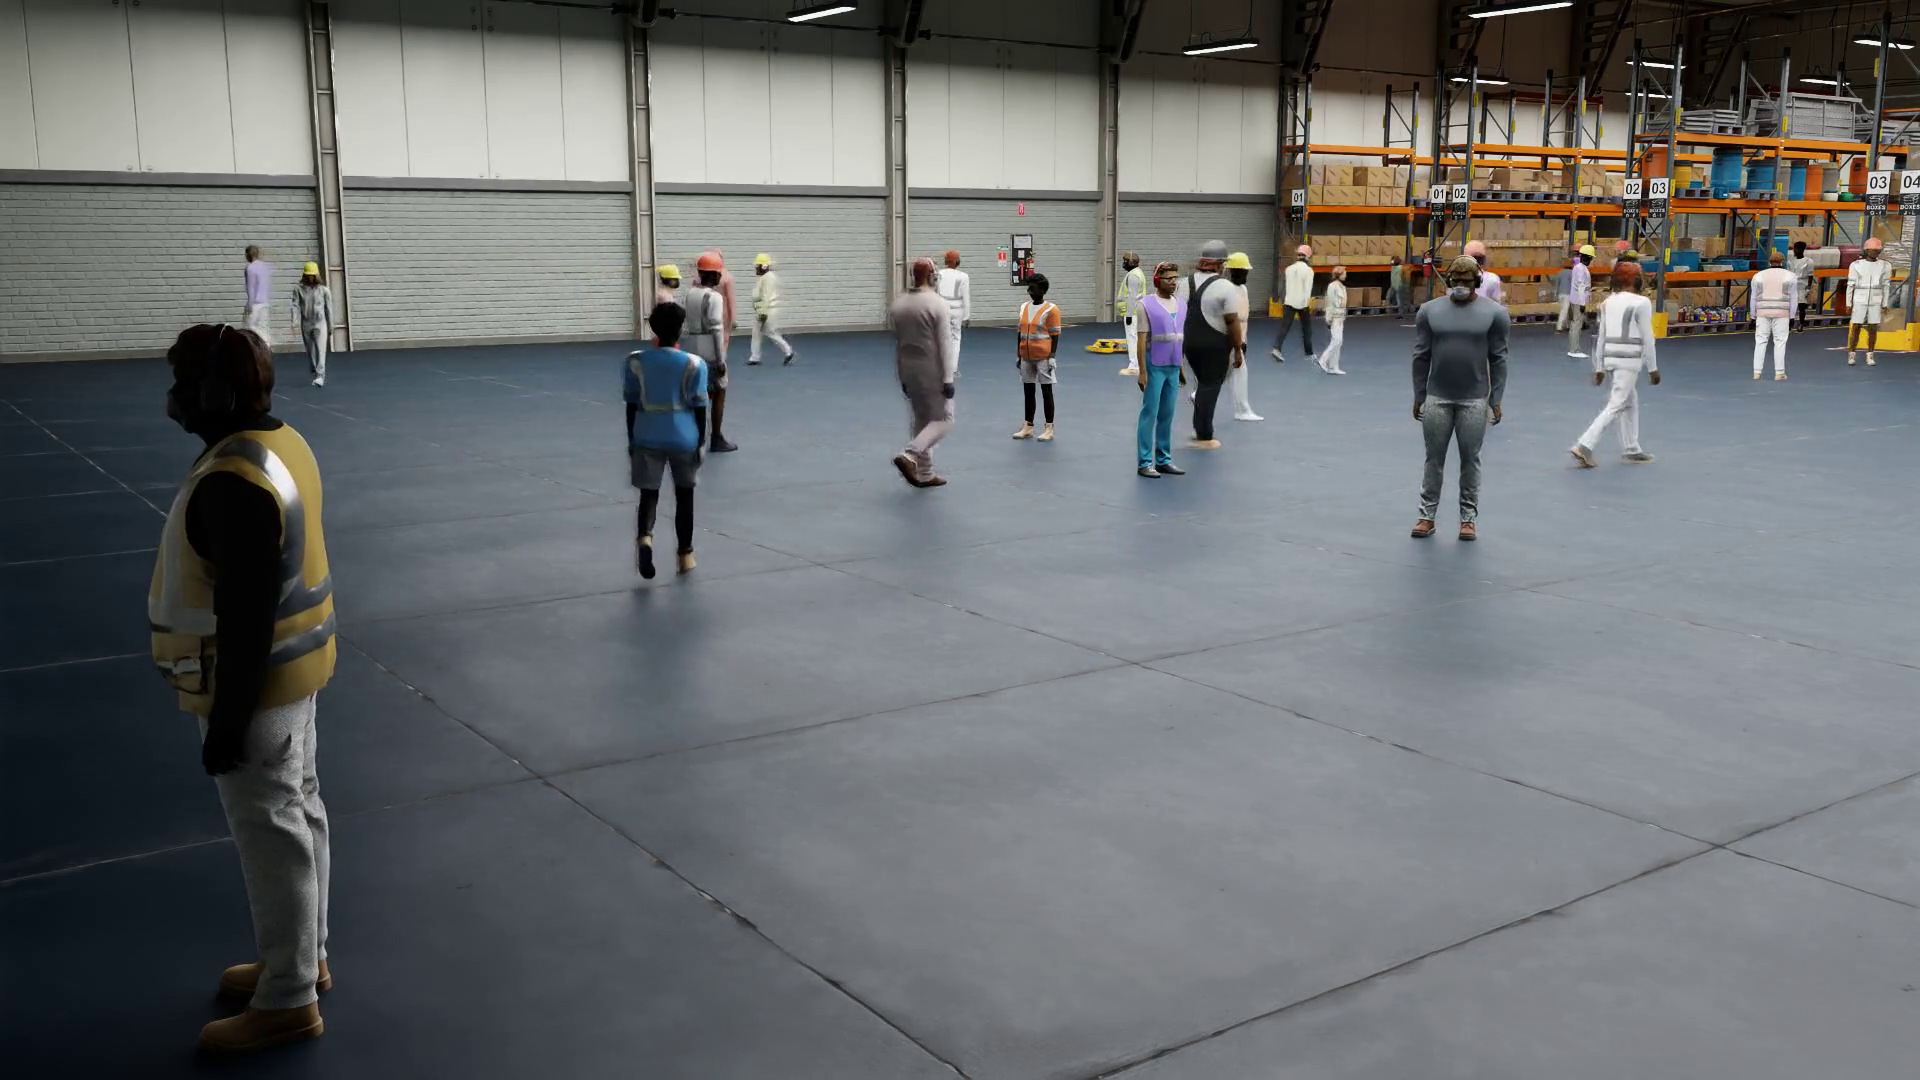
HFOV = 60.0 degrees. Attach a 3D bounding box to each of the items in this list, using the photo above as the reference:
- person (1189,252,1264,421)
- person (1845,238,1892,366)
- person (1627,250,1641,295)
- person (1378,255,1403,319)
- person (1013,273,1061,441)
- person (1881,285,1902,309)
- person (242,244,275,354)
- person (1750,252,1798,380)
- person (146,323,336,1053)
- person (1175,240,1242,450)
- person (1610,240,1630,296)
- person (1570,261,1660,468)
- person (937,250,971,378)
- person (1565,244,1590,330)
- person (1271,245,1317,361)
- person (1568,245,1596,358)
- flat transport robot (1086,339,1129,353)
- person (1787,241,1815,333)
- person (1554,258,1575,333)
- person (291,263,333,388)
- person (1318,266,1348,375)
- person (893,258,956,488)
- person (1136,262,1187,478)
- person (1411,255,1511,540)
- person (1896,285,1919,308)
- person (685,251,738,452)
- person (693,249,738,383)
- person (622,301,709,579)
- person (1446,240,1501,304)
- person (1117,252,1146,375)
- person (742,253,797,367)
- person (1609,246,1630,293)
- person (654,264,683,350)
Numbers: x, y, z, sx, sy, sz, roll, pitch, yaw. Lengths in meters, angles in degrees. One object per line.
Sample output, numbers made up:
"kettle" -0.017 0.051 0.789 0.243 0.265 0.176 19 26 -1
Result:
"person" 3.021 -2.302 18.804 0.899 1.896 0.592 6 12 31
"person" 14.516 -3.793 26.585 0.634 2.040 0.408 4 11 20
"person" 14.584 -5.418 36.214 0.315 1.770 0.524 -9 13 -39
"person" 10.753 -6.290 41.403 0.719 1.602 0.535 -3 11 -14
"person" 0.779 -1.850 16.839 0.534 1.698 0.318 9 14 40
"person" 19.213 -5.116 34.437 0.598 1.813 0.595 -8 13 -39
"person" -11.602 -3.893 27.403 0.425 1.928 0.658 0 10 0
"person" 11.750 -3.233 24.031 0.627 1.844 0.429 7 13 35
"person" -1.823 0.374 4.253 0.430 1.845 0.619 -2 11 -12
"person" 2.469 -1.899 16.171 0.607 2.000 0.711 -9 13 -39
"person" 12.919 -4.897 32.768 0.630 1.973 0.653 1 10 4
"person" 5.894 -1.566 14.905 0.944 1.849 0.583 -3 11 -14
"person" -0.131 -3.296 24.297 0.606 1.868 0.432 4 11 19
"person" 13.665 -5.585 36.785 0.554 1.890 0.934 9 14 40
"person" 5.570 -3.929 27.624 0.581 1.938 1.073 10 14 43
"person" 10.636 -4.081 28.466 0.380 1.919 0.585 2 11 13
"flat transport robot" 3.043 -3.479 29.679 1.431 0.197 0.652 -4 11 -20
"person" 17.929 -5.403 35.591 0.374 1.963 0.607 -6 12 -29
"person" 13.053 -5.225 35.620 0.814 1.596 0.506 -6 12 -28
"person" -8.881 -2.939 22.835 0.492 1.690 0.929 -1 10 -7
"person" 5.626 -3.272 24.810 0.361 1.624 0.541 7 12 34
"person" -0.306 -1.337 13.502 0.545 1.886 0.660 -8 13 -38
"person" 1.722 -1.466 14.326 0.570 1.843 0.373 -9 14 -41
"person" 3.391 -0.963 11.329 0.629 1.935 0.379 5 11 26
"person" 19.163 -4.988 33.430 0.624 1.931 0.376 6 12 29
"person" -2.438 -1.769 15.788 0.601 1.917 0.556 -9 14 -40
"person" -3.414 -3.115 23.265 0.643 1.893 0.462 5 11 25
"person" -1.764 -0.585 9.951 0.533 1.677 0.671 0 10 0
"person" 5.856 -2.406 19.024 0.613 2.026 0.710 1 10 7
"person" 2.566 -3.379 24.862 0.430 1.837 0.631 2 11 12
"person" -3.044 -3.650 26.431 0.805 1.803 0.595 -5 11 -24
"person" 15.515 -5.965 38.973 0.404 1.851 0.549 -8 13 -38
"person" -3.609 -2.443 20.007 0.811 1.739 0.533 0 10 -2
